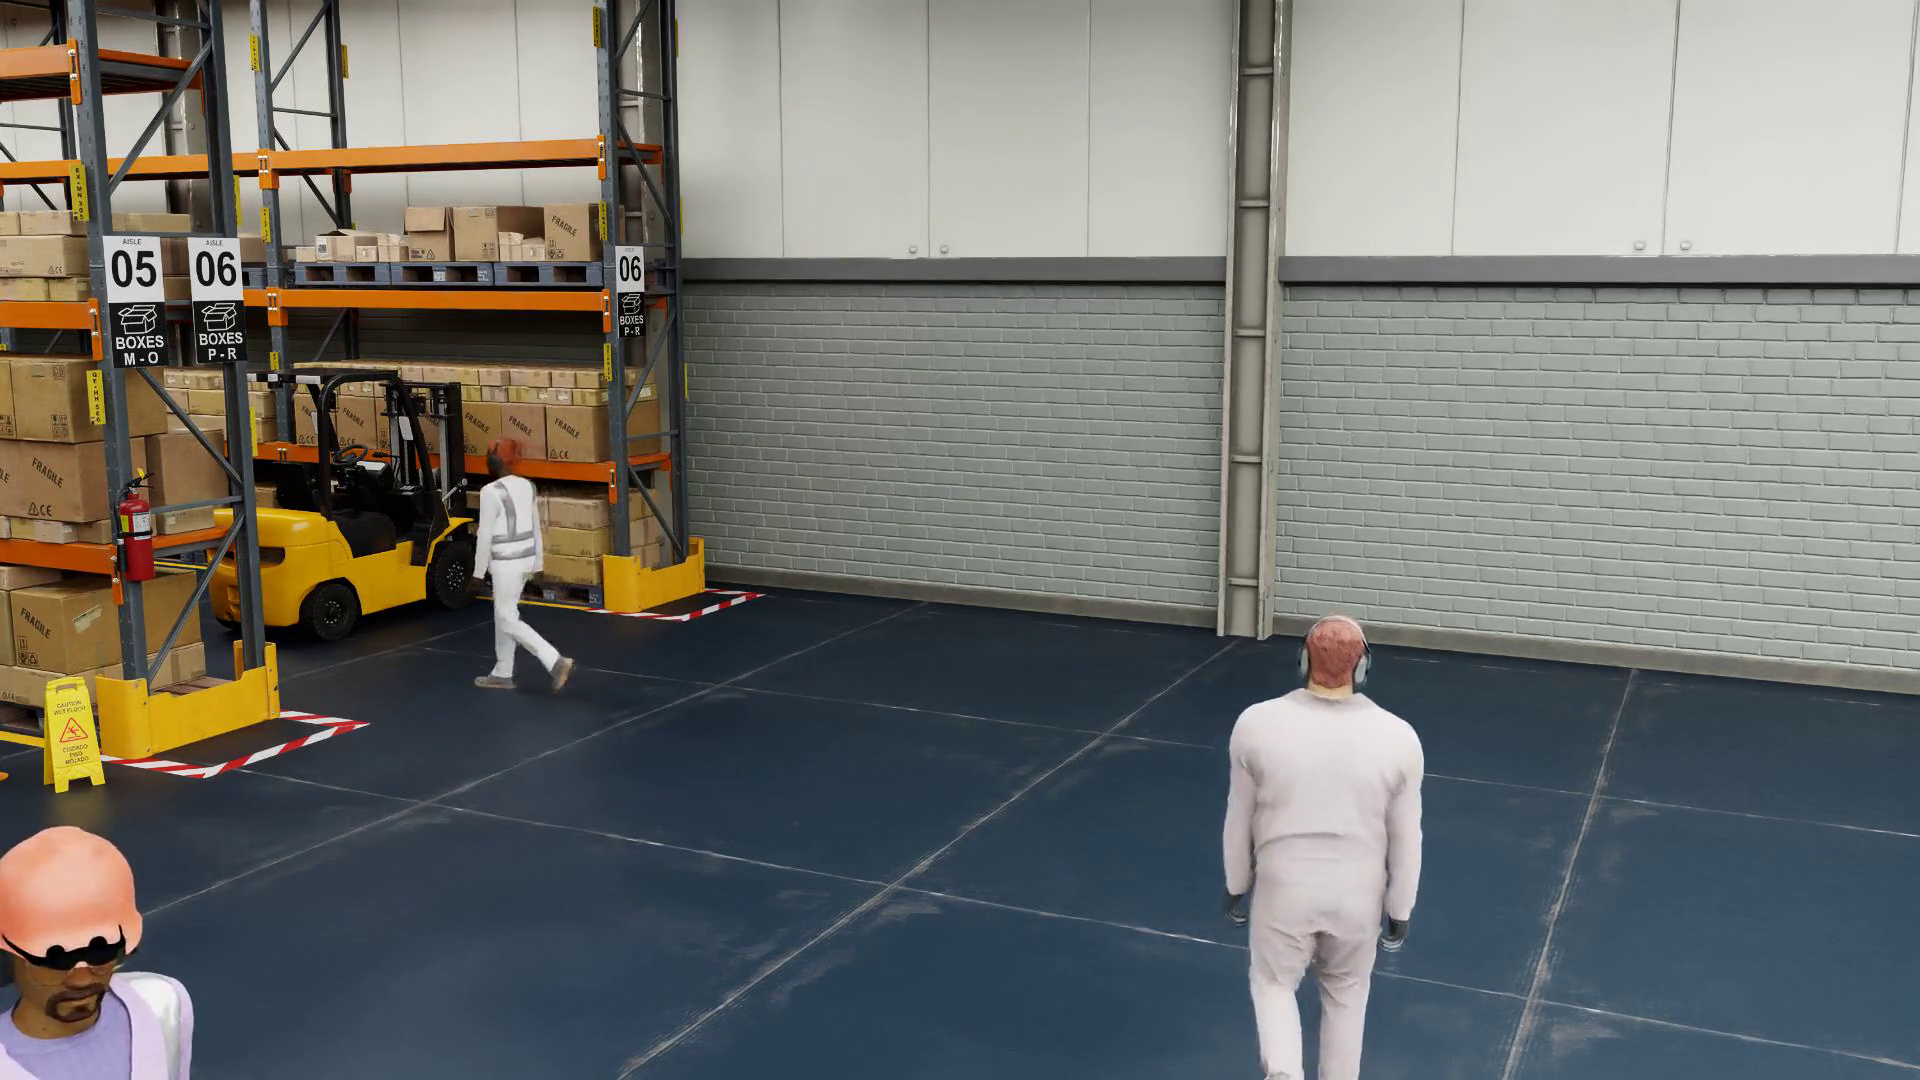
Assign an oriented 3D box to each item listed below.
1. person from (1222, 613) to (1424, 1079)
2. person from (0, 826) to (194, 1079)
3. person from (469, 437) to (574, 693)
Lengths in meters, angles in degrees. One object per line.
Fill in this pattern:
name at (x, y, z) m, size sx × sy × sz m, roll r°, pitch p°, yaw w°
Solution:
person at (1.219, 1.185, 5.630) m, size 0.663 × 1.886 × 0.663 m, roll 1°, pitch 9°, yaw 9°
person at (-1.626, 1.516, 3.127) m, size 0.393 × 2.040 × 0.611 m, roll 4°, pitch 10°, yaw 21°
person at (-3.134, 0.193, 11.829) m, size 0.804 × 1.859 × 0.575 m, roll 2°, pitch 10°, yaw 15°
